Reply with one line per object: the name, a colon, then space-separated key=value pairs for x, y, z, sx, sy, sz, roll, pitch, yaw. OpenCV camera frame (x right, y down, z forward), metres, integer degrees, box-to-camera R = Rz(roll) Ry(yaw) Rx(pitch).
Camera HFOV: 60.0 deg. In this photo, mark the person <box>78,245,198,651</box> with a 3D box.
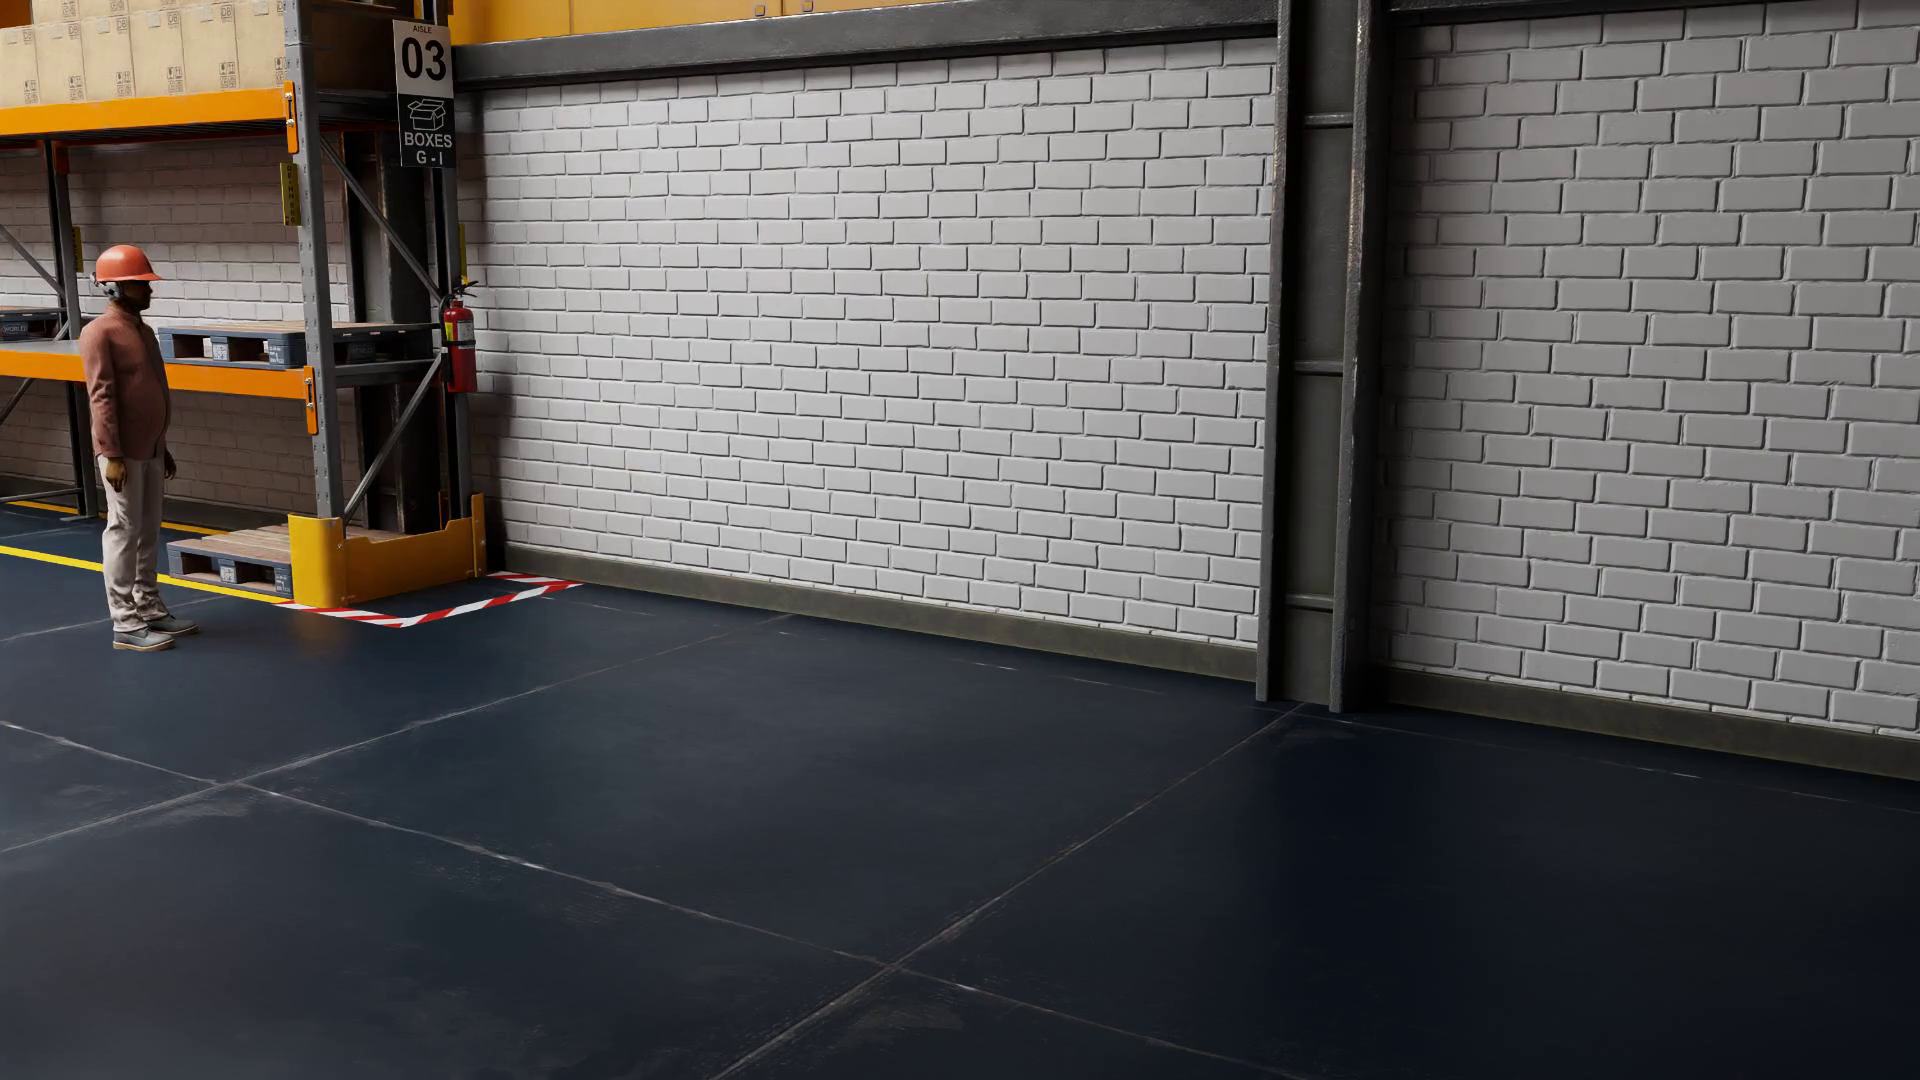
person: x=-4.100 y=-0.457 z=8.284 sx=0.379 sy=1.996 sz=0.611 roll=0 pitch=10 yaw=-3
